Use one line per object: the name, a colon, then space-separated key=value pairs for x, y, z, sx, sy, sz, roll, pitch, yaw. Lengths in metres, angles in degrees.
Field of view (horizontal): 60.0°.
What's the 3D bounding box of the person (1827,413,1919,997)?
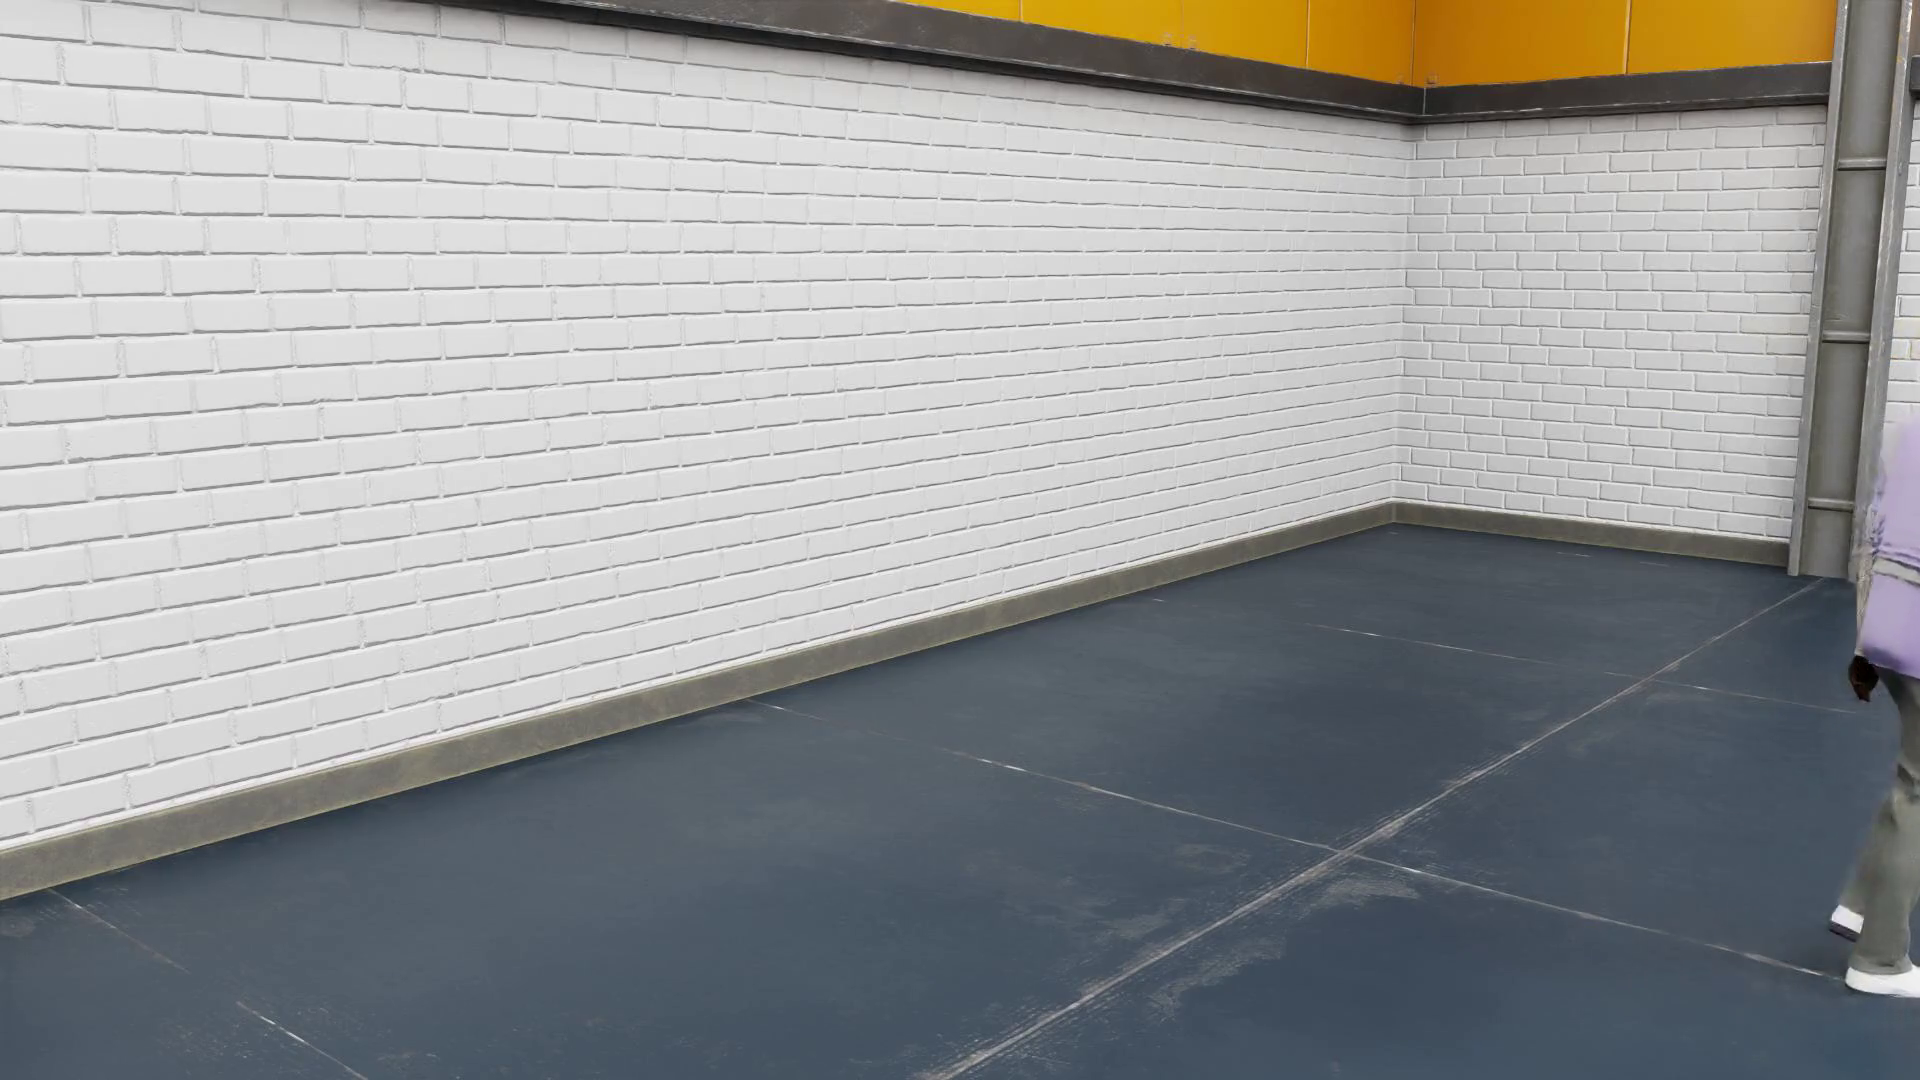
person: x=2.647 y=0.308 z=4.446 sx=0.528 sy=1.898 sz=0.600 roll=-1 pitch=10 yaw=-5
